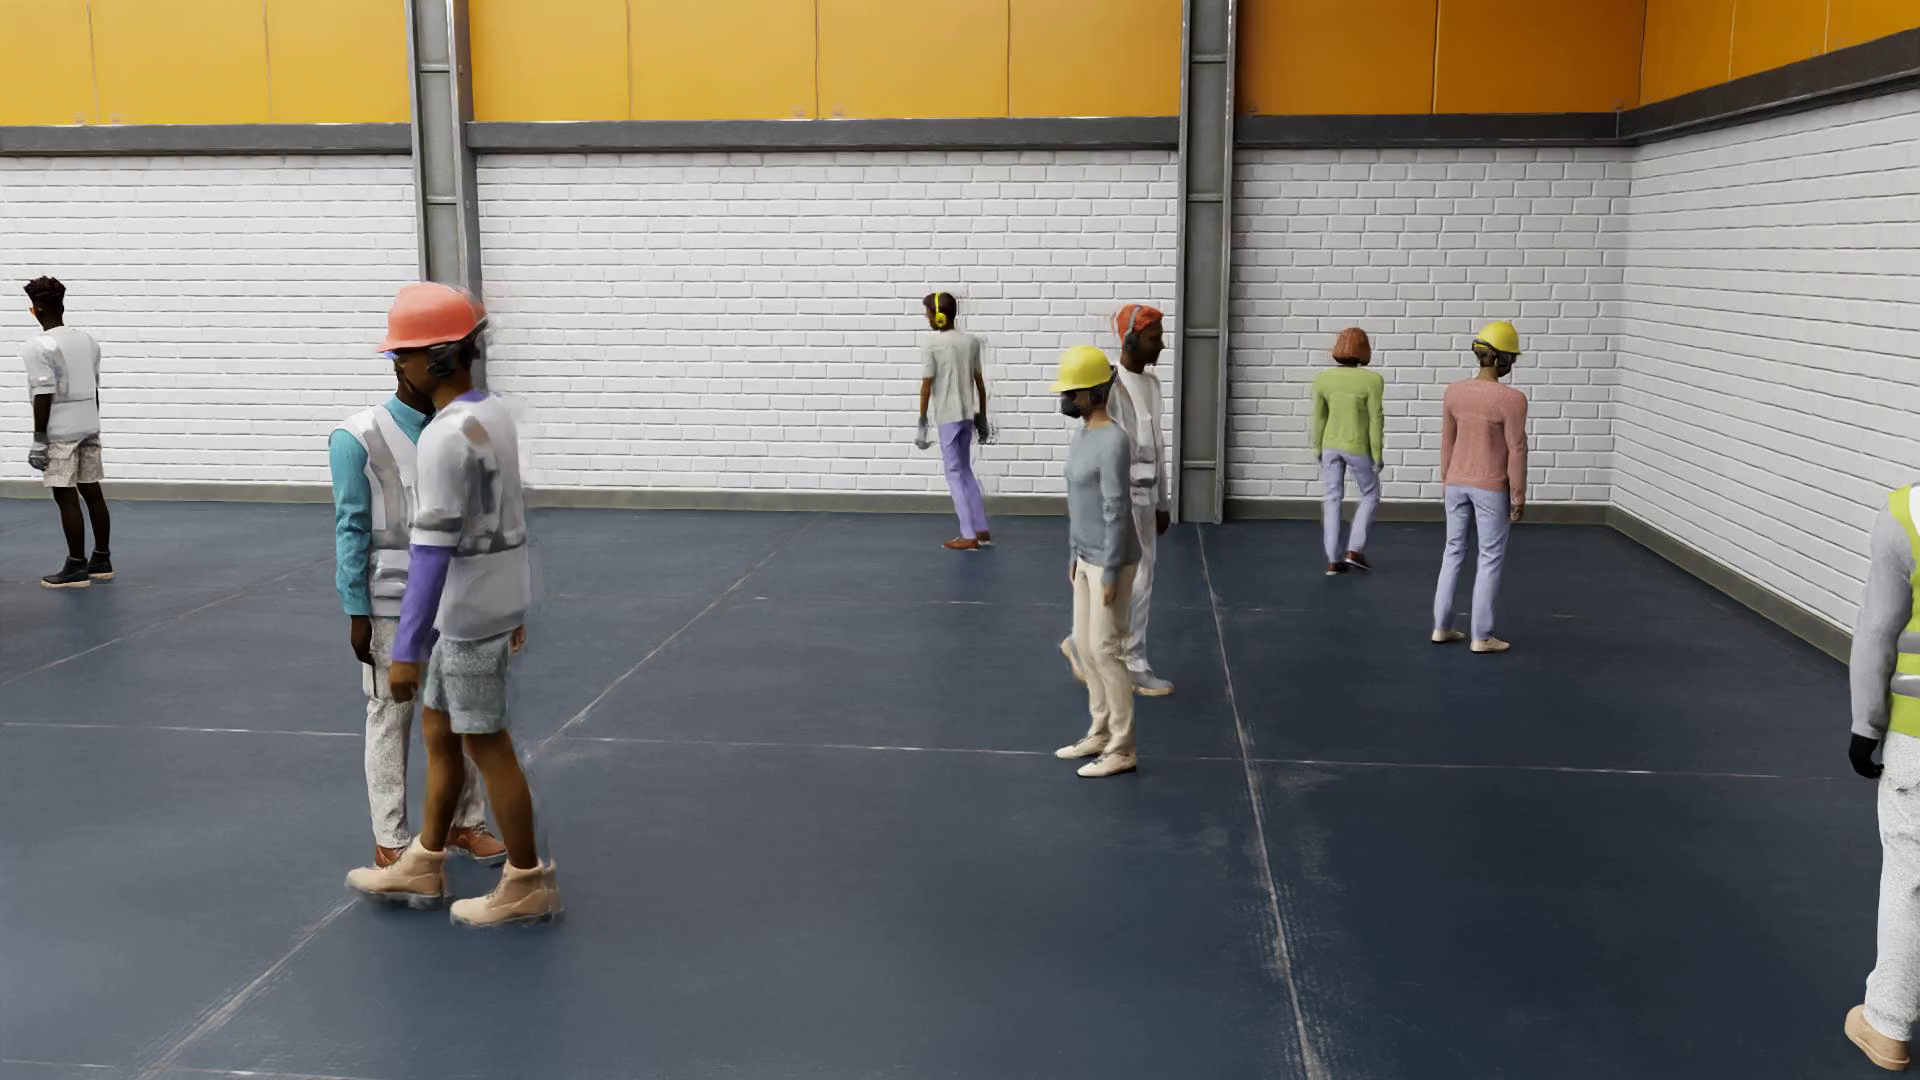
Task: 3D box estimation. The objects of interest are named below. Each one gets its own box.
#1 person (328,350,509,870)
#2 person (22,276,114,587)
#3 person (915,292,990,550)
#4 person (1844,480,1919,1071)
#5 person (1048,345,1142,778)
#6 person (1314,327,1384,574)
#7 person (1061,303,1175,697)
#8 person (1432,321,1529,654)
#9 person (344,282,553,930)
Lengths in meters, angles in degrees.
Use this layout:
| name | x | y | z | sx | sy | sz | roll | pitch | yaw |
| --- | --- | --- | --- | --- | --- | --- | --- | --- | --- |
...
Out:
| name | x | y | z | sx | sy | sz | roll | pitch | yaw |
| --- | --- | --- | --- | --- | --- | --- | --- | --- | --- |
| person | -1.798 | 0.193 | 5.610 | 0.416 | 1.939 | 0.605 | 8 | 13 | 40 |
| person | -5.657 | -0.679 | 10.518 | 0.370 | 1.963 | 0.608 | 1 | 10 | 8 |
| person | -0.038 | -0.830 | 11.759 | 0.562 | 1.836 | 0.407 | -9 | 13 | -41 |
| person | 2.608 | 0.480 | 4.260 | 0.626 | 1.836 | 0.430 | 2 | 10 | 14 |
| person | 0.532 | 0.089 | 6.738 | 0.385 | 1.750 | 0.534 | -2 | 10 | -11 |
| person | 2.571 | -0.582 | 10.921 | 0.522 | 1.618 | 0.425 | 8 | 13 | 39 |
| person | 0.797 | -0.177 | 7.892 | 0.445 | 1.873 | 0.611 | 6 | 12 | 32 |
| person | 2.775 | -0.273 | 8.807 | 0.342 | 1.754 | 0.531 | -7 | 12 | -35 |
| person | -1.653 | 0.237 | 5.104 | 0.794 | 2.020 | 0.643 | -1 | 10 | -4 |
